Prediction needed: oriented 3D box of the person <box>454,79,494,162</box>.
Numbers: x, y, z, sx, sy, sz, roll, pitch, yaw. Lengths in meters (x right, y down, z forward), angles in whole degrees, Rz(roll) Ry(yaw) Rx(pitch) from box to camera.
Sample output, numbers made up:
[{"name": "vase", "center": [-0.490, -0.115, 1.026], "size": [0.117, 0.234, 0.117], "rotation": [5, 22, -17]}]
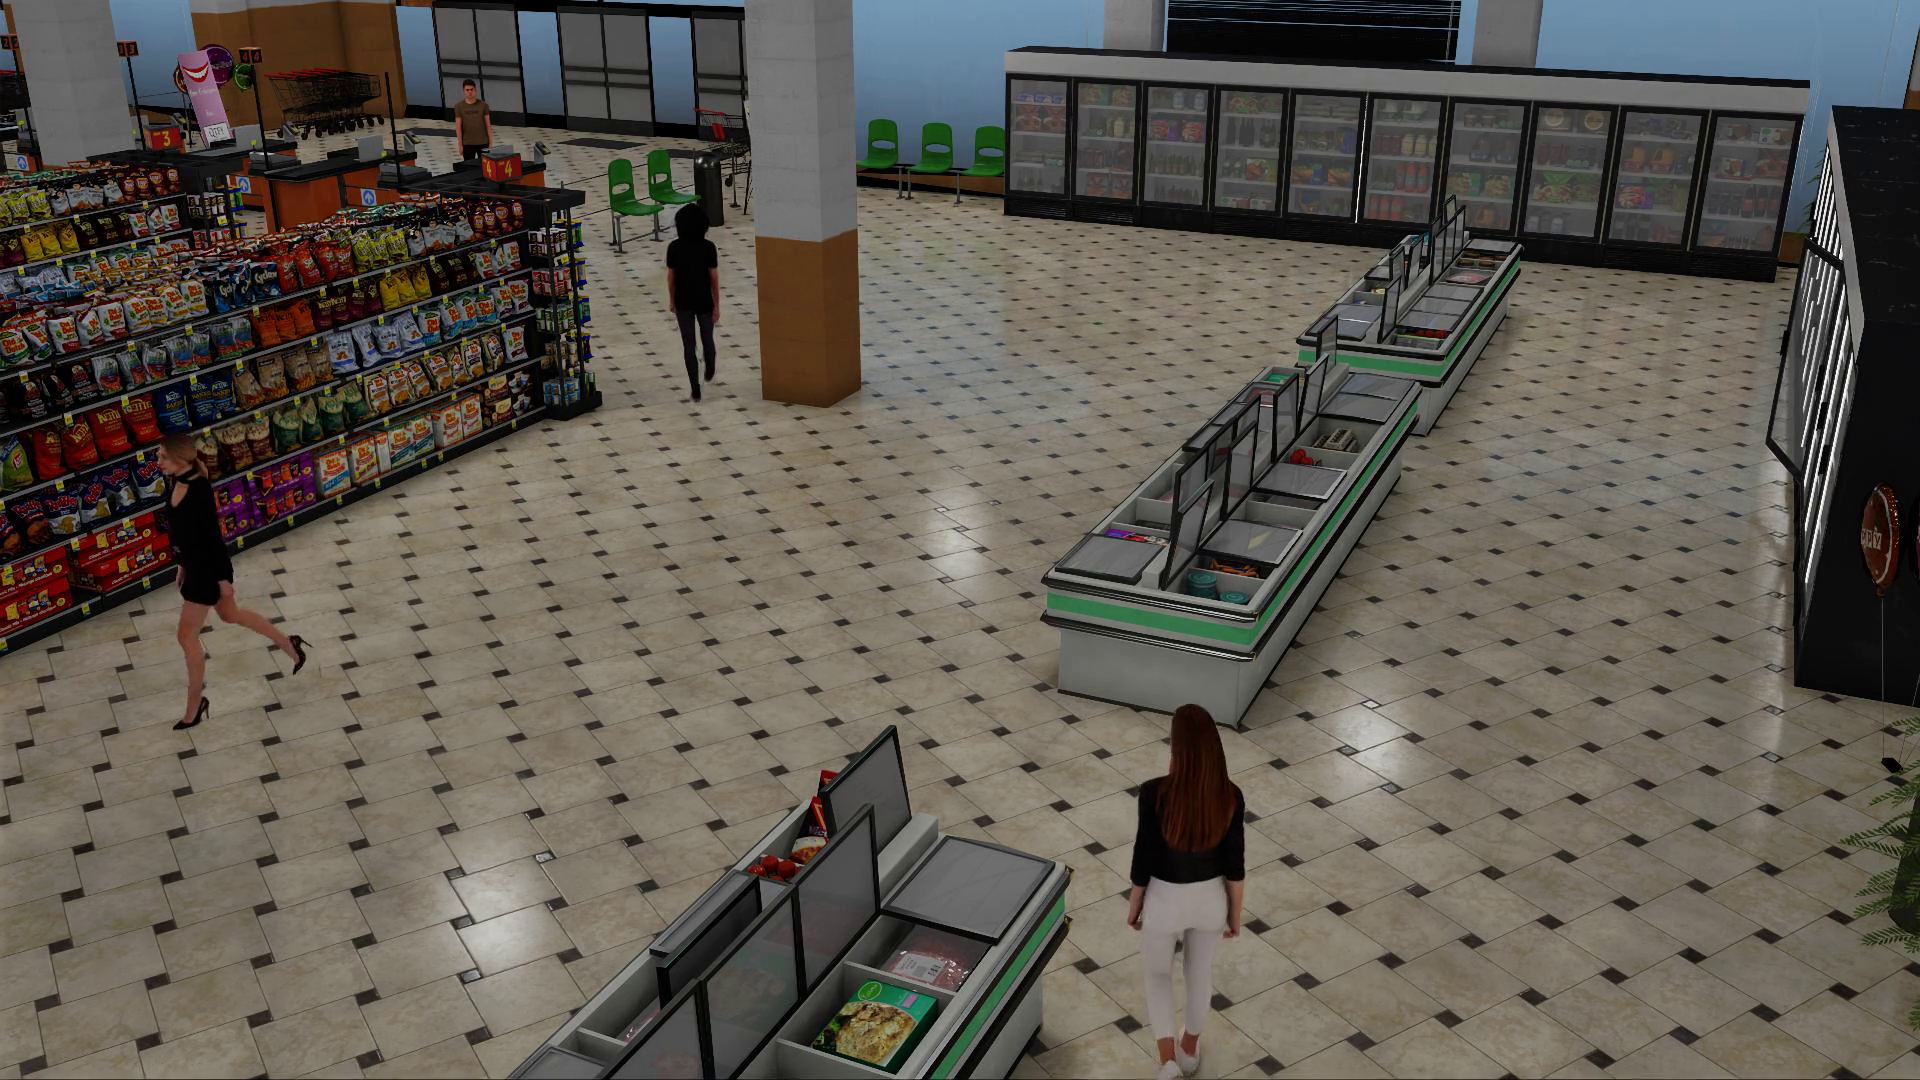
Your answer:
[{"name": "person", "center": [-7.110, -5.815, 24.413], "size": [0.733, 1.851, 0.809], "rotation": [-9, 24, -22]}]

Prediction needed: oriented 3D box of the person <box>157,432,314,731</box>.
[{"name": "person", "center": [-4.272, 0.196, 9.617], "size": [1.185, 1.731, 0.856], "rotation": [-19, 28, -38]}]

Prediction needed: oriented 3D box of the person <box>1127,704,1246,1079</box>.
[{"name": "person", "center": [0.878, 1.472, 6.506], "size": [0.813, 1.682, 0.982], "rotation": [2, 22, 4]}]

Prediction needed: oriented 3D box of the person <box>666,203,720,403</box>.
[{"name": "person", "center": [-2.474, -2.166, 15.402], "size": [1.011, 1.800, 1.177], "rotation": [-3, 22, -8]}]
